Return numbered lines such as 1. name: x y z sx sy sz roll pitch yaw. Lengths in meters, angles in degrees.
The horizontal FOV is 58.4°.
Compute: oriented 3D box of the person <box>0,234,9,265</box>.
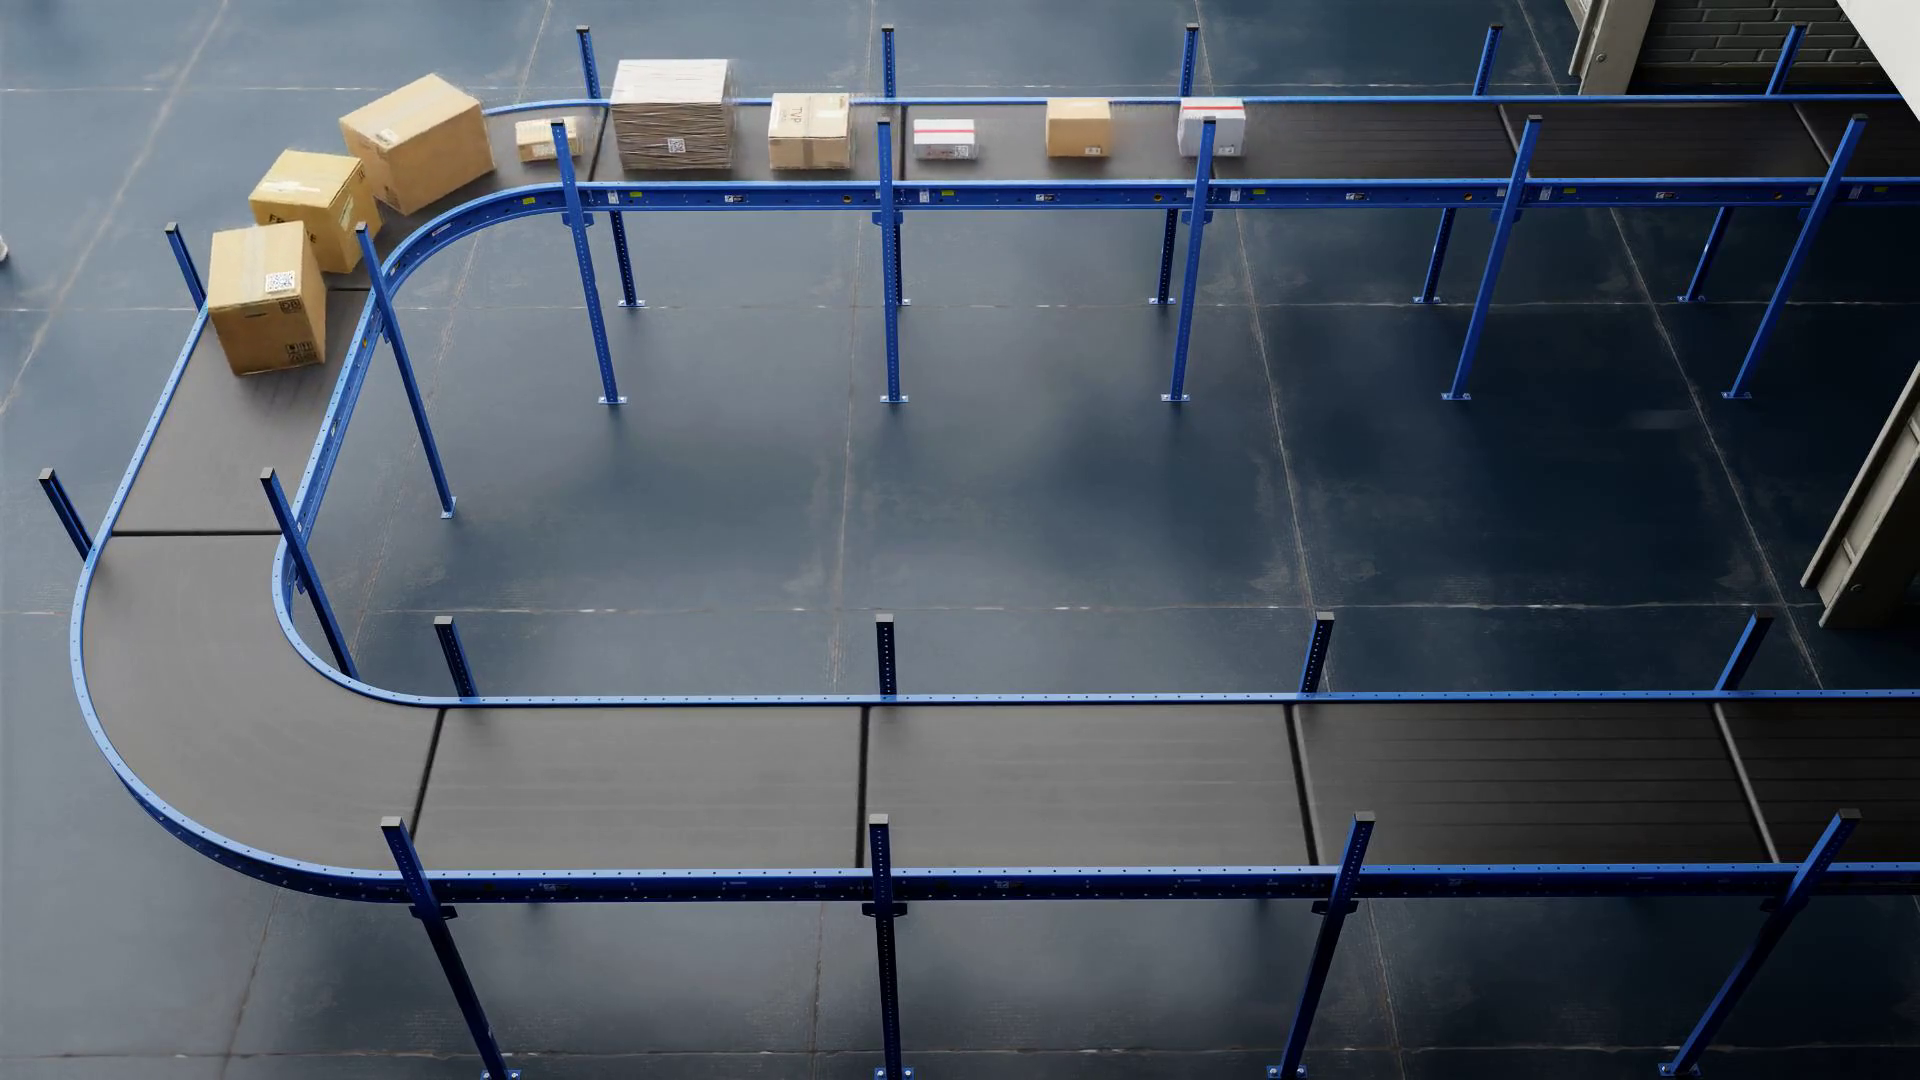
1. person: -7.424 -2.741 12.720 0.533 1.623 0.368 -12 48 -11
